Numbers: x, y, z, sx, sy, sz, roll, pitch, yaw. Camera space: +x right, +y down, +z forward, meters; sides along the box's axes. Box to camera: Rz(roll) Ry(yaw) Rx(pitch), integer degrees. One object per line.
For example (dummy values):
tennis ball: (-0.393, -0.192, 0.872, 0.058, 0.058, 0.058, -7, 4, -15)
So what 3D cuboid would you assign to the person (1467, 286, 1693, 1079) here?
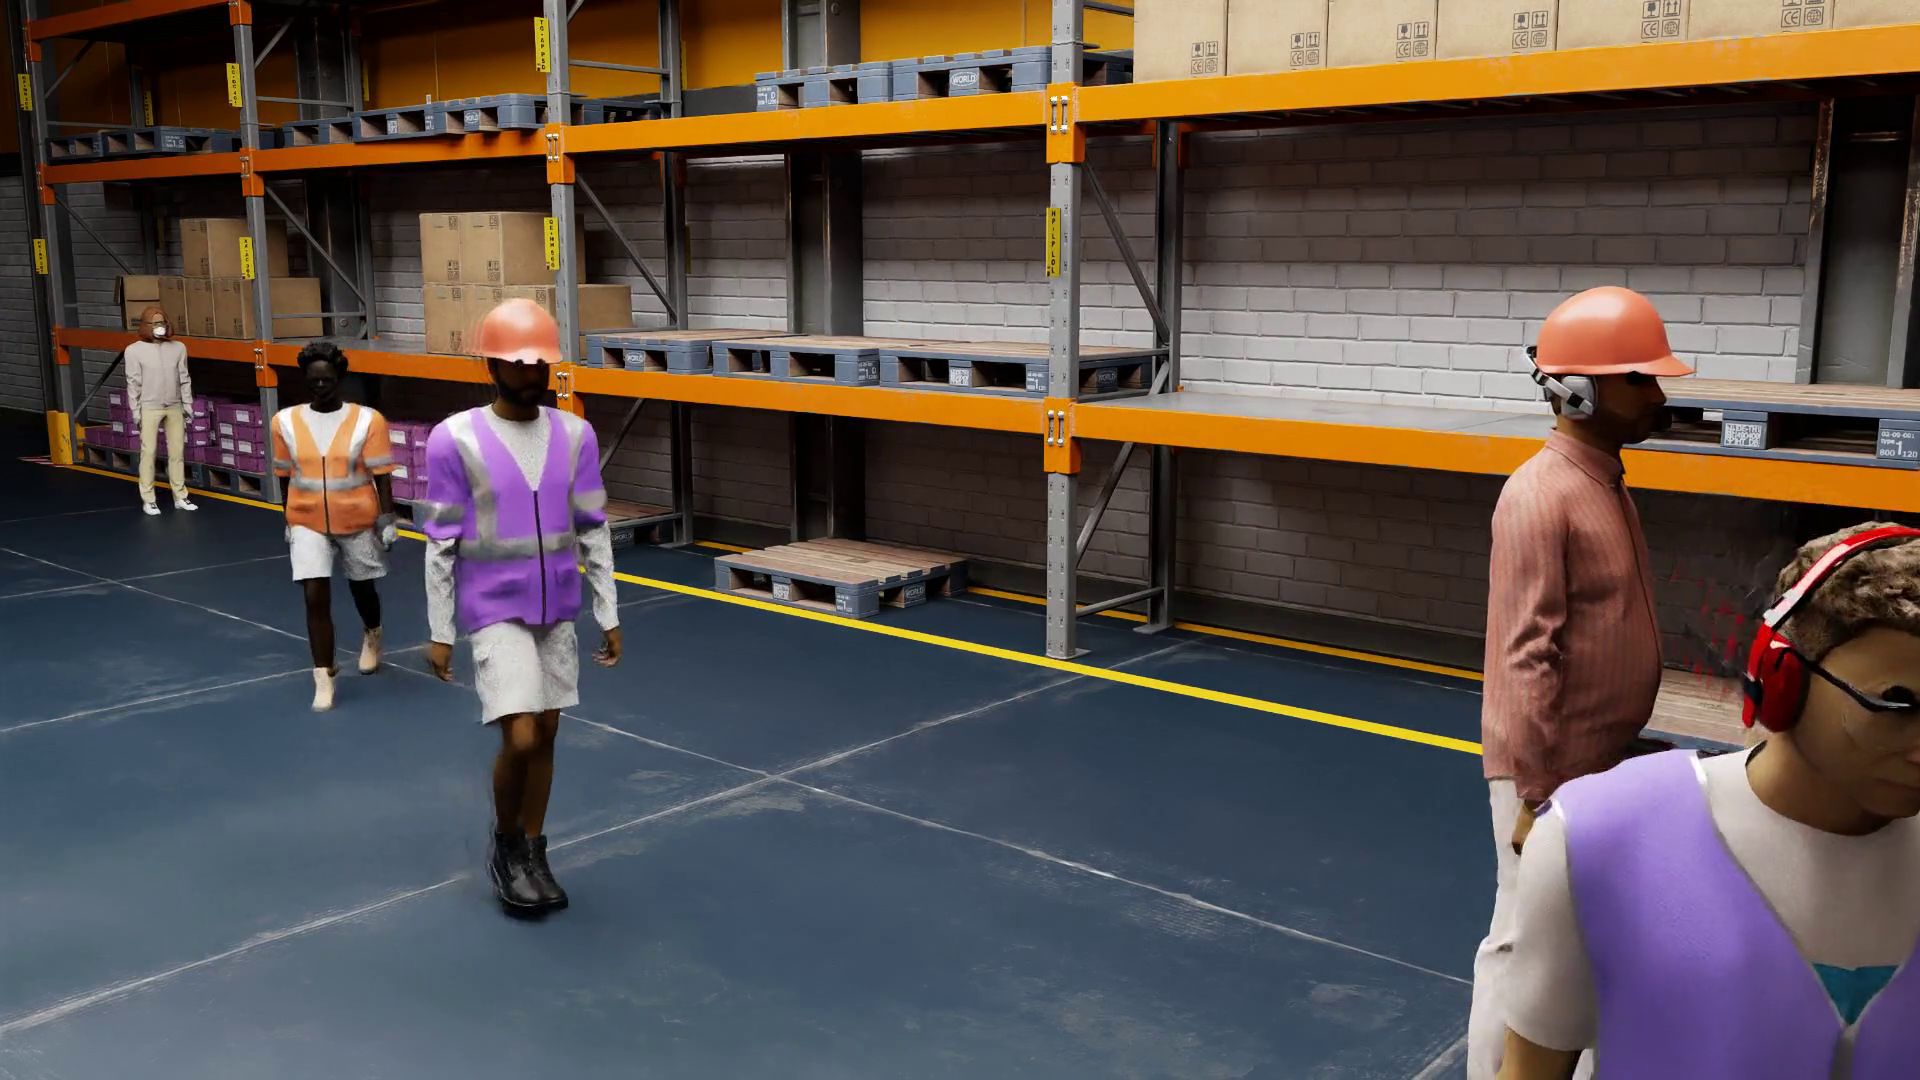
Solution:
person: (1.298, 0.467, 3.549, 0.377, 1.995, 0.608, 6, 12, 31)

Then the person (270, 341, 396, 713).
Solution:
person: (-2.886, -0.101, 7.737, 0.531, 1.671, 0.797, -2, 10, -11)

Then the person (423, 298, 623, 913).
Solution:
person: (-1.315, 0.228, 5.117, 0.570, 1.920, 0.468, -9, 13, -42)

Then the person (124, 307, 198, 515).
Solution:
person: (-6.256, -1.012, 13.032, 0.286, 1.626, 0.497, 7, 12, 36)

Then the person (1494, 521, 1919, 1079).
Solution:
person: (0.850, 0.885, 1.708, 0.591, 1.799, 0.884, -1, 10, -3)
